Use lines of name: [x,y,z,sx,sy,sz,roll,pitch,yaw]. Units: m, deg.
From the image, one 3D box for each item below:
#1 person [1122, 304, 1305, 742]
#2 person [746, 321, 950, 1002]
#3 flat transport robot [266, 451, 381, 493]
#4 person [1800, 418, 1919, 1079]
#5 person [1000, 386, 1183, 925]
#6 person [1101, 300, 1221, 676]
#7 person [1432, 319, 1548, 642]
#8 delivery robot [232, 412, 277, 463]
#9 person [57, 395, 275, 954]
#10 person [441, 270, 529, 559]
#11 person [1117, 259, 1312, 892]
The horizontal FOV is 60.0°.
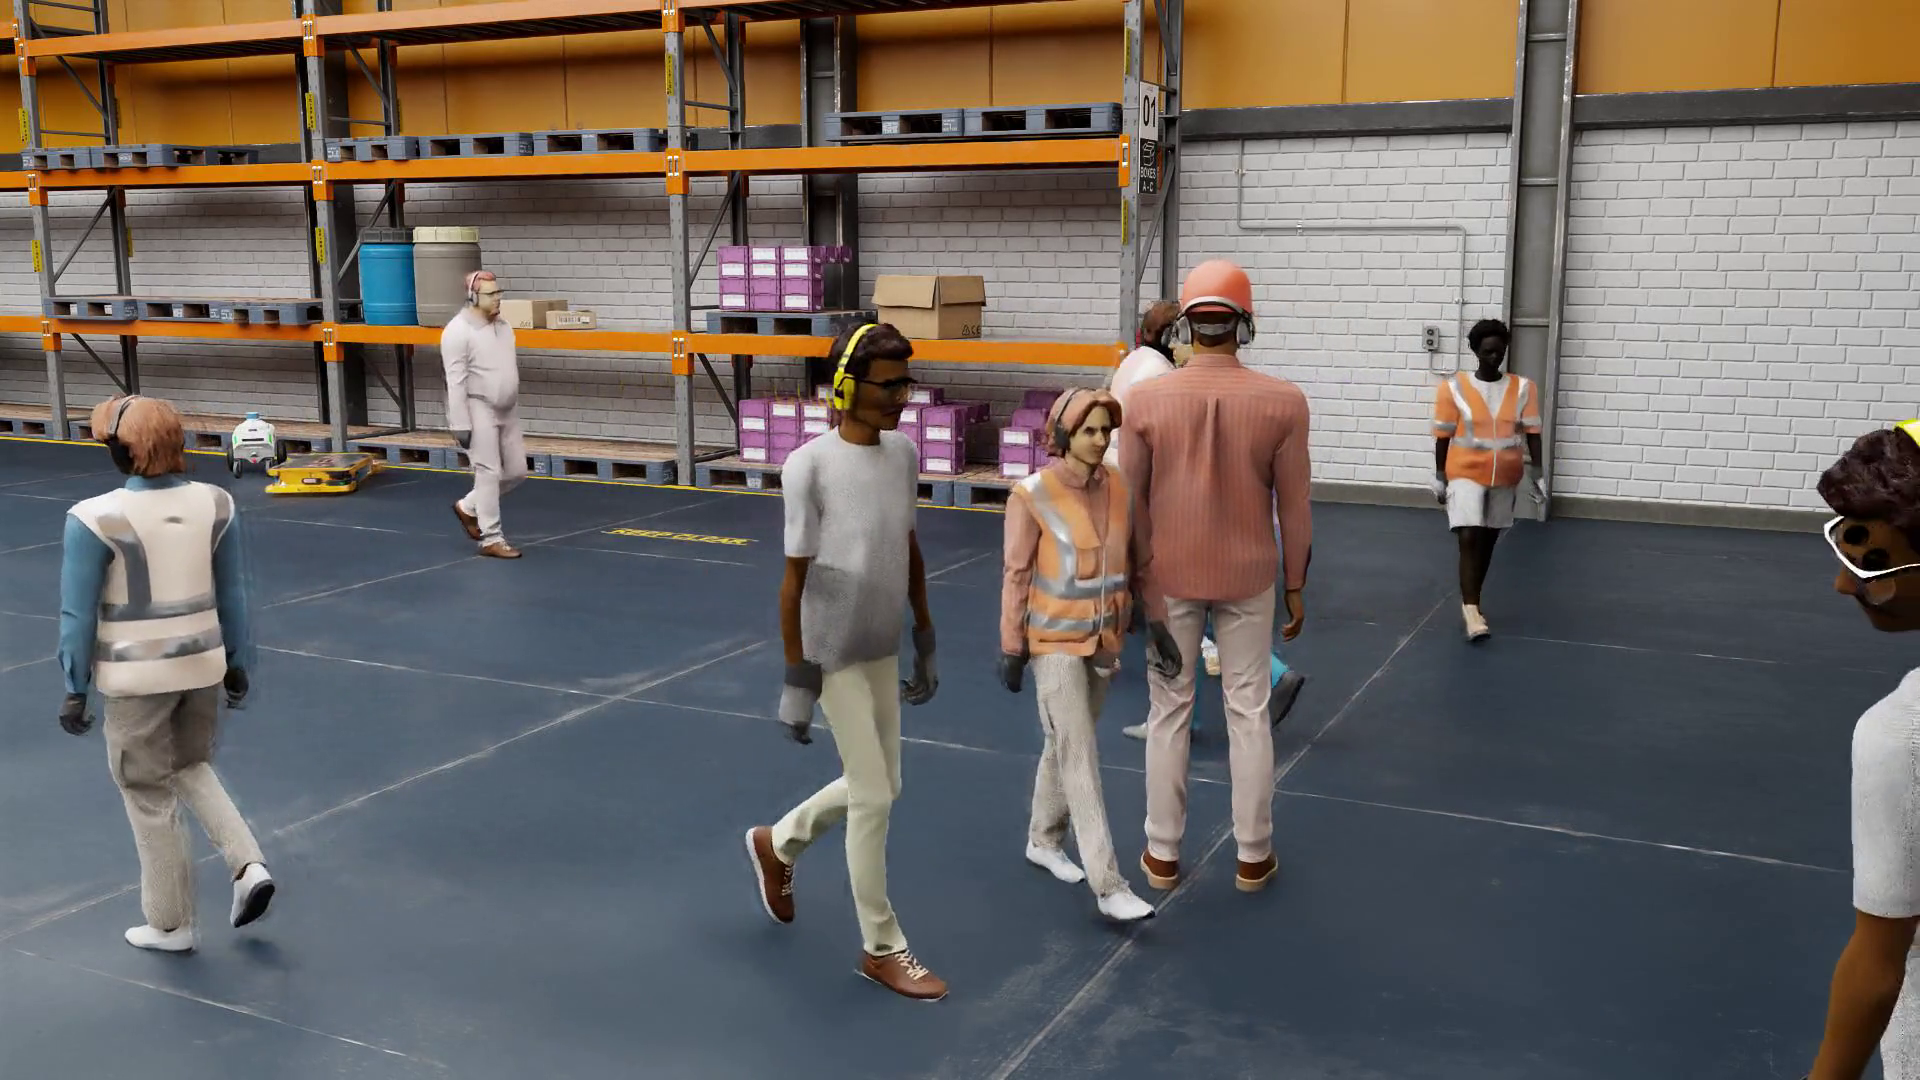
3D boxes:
person: [1.034,-0.054,6.737,0.634,1.824,0.580,4,11,23]
person: [-0.340,0.313,4.601,0.734,1.840,0.561,7,12,36]
flat transport robot: [-5.438,-0.591,14.261,0.652,0.197,1.431,-2,10,-9]
person: [1.387,0.739,2.210,0.676,1.833,0.338,-4,11,-22]
person: [0.427,0.345,5.080,0.529,1.602,0.816,-7,12,-35]
person: [0.947,-0.227,7.832,0.971,1.779,0.647,-2,10,-11]
person: [2.749,-0.303,8.610,0.548,1.652,0.833,0,10,-1]
delivery robot: [-6.367,-0.911,15.010,0.477,0.478,0.707,-4,11,-20]
person: [-2.273,0.398,4.729,0.381,1.623,0.516,5,11,26]
person: [-3.145,-0.821,10.942,0.541,1.886,0.660,4,11,22]
person: [0.791,0.120,5.263,0.623,1.989,0.400,1,10,8]
